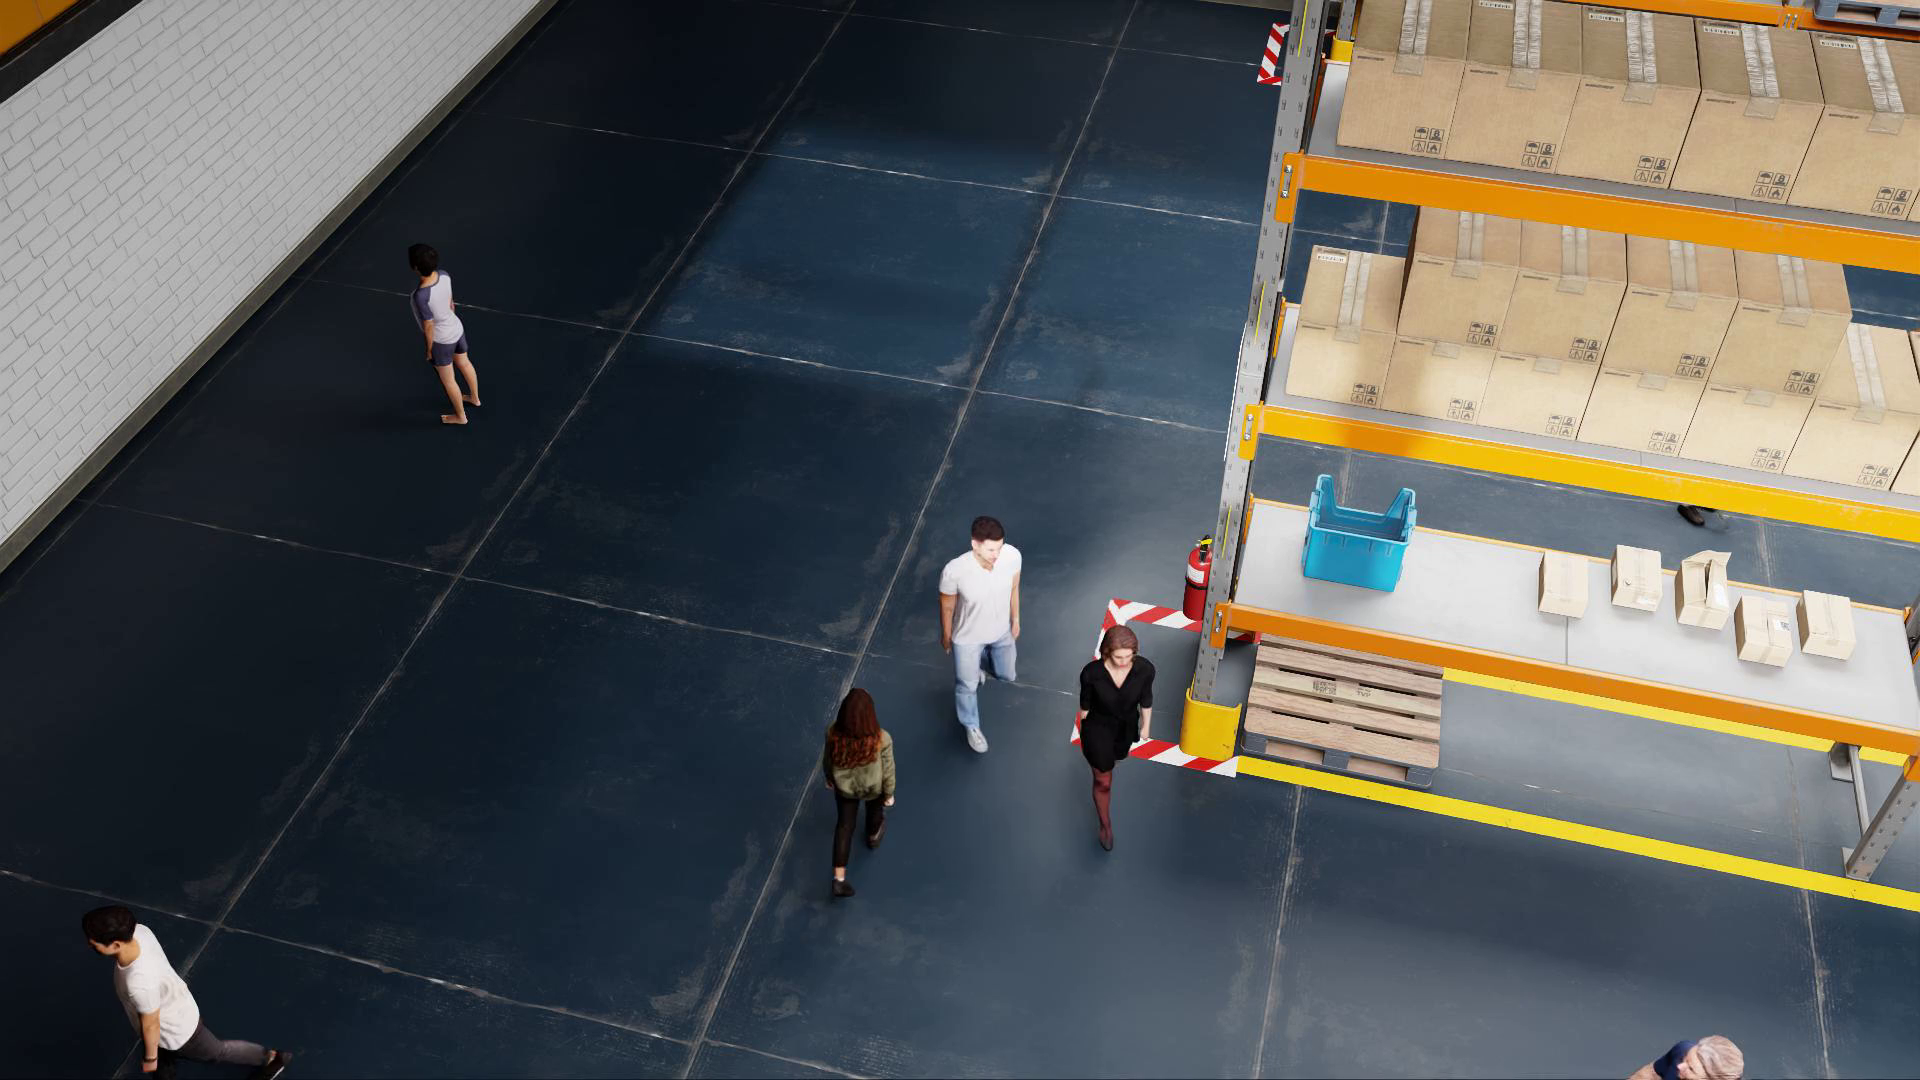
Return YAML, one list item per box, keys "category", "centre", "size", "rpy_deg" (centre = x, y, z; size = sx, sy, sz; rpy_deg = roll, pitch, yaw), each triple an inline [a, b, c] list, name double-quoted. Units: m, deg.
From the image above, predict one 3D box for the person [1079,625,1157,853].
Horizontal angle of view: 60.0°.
- category: "person"
  centre: [0.869, 1.039, 9.786]
  size: [1.059, 1.675, 0.929]
  rpy_deg: [-6, 44, -7]

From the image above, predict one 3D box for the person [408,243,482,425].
- category: "person"
  centre: [-3.929, -1.577, 12.612]
  size: [0.516, 1.566, 0.568]
  rpy_deg: [12, 45, 12]

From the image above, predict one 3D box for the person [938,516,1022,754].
- category: "person"
  centre: [0.108, 0.488, 10.248]
  size: [0.992, 1.837, 1.025]
  rpy_deg: [-17, 46, -17]

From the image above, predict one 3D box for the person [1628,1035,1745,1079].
- category: "person"
  centre: [3.397, 2.859, 7.784]
  size: [1.207, 1.803, 0.678]
  rpy_deg: [11, 45, 11]

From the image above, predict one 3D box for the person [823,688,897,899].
- category: "person"
  centre: [-0.588, 1.454, 9.514]
  size: [0.888, 1.451, 0.671]
  rpy_deg: [9, 44, 10]

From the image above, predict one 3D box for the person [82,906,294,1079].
- category: "person"
  centre: [-3.909, 2.371, 8.381]
  size: [1.106, 1.686, 1.090]
  rpy_deg: [-26, 49, -24]
